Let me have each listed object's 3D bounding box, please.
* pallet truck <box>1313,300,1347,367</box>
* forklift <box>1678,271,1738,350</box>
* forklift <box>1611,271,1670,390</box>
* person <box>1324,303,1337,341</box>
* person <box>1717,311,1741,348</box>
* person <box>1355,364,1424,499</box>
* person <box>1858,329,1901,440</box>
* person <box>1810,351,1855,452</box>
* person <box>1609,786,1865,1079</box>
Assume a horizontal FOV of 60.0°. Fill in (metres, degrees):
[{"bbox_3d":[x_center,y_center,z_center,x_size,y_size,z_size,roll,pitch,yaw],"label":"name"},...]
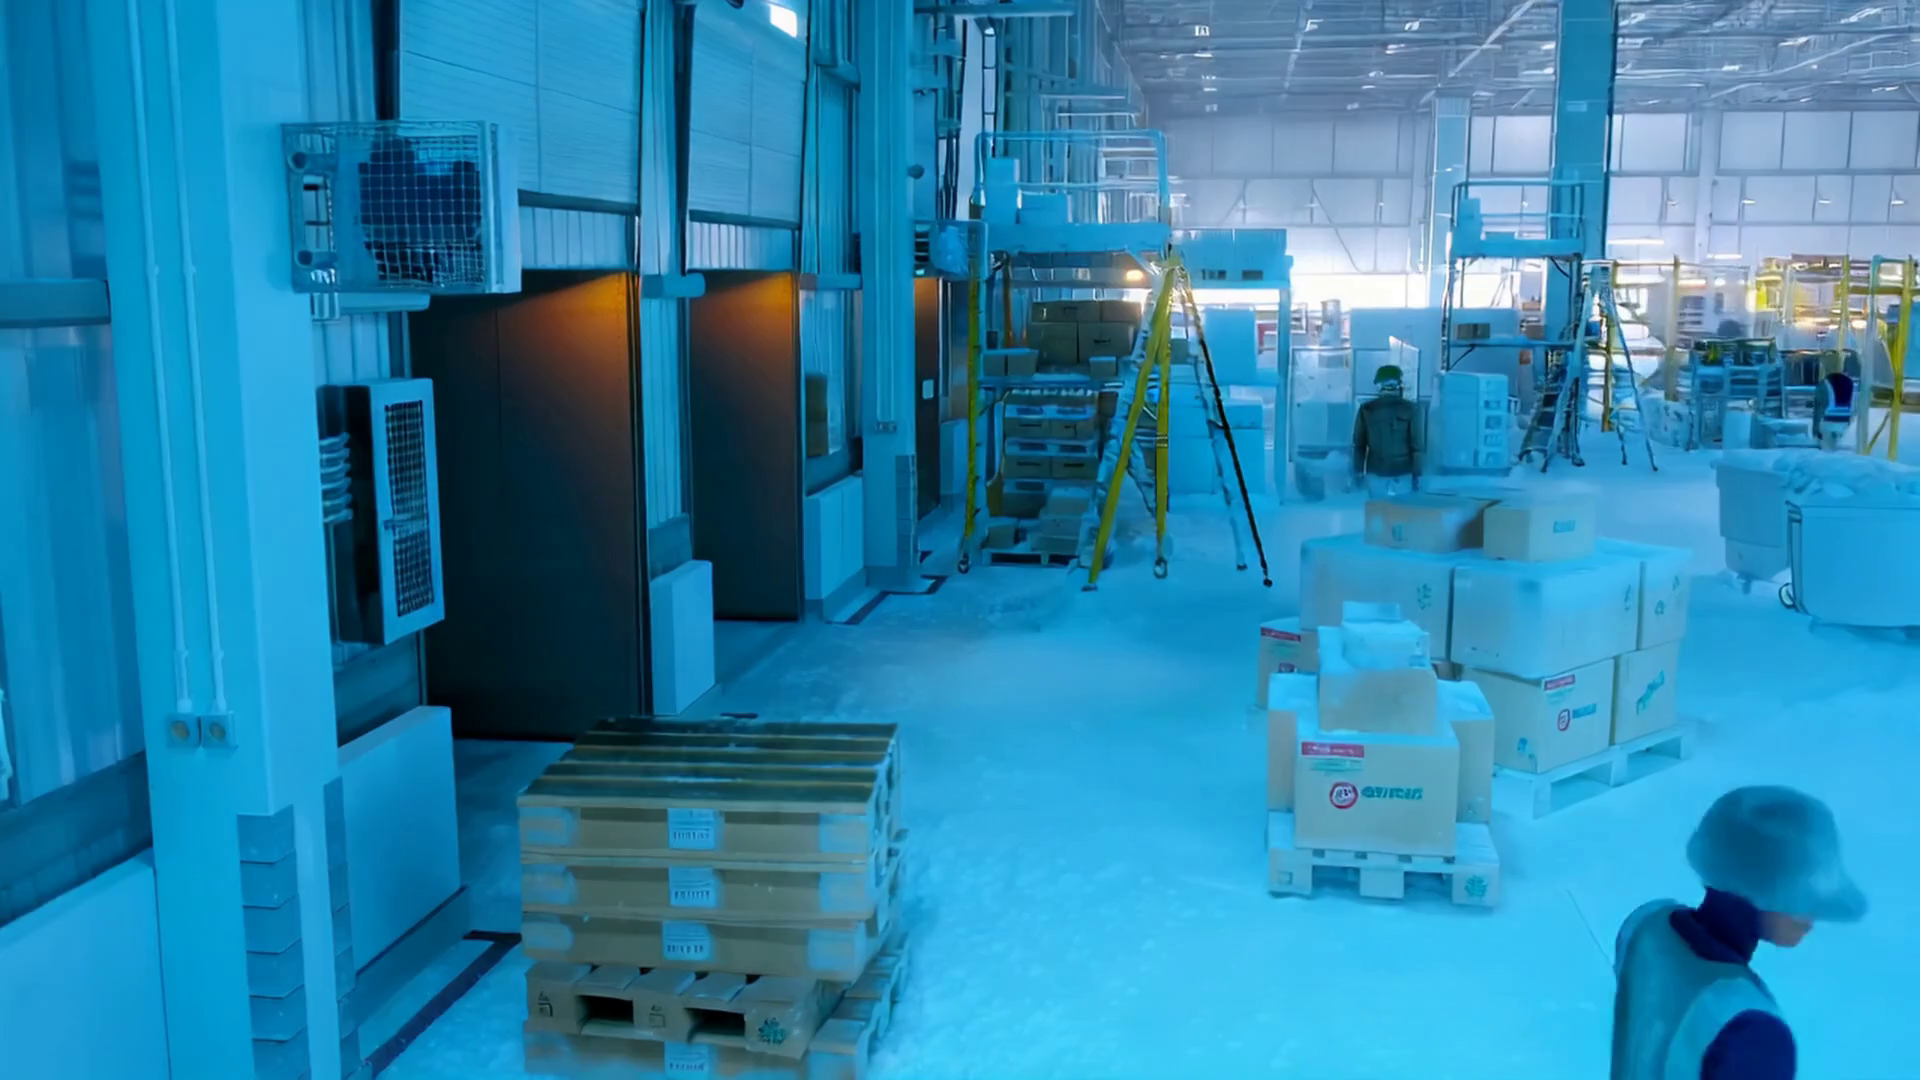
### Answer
[{"bbox_3d":[11.159,-6.200,49.718,0.823,1.965,1.885,4,10,26],"label":"pallet truck"},{"bbox_3d":[21.735,-6.311,47.690,1.873,2.768,1.129,-3,10,-19],"label":"forklift"},{"bbox_3d":[16.250,-4.896,38.963,1.873,2.768,1.129,1,9,9],"label":"forklift"},{"bbox_3d":[11.446,-6.462,51.585,0.783,1.910,0.572,-6,11,-32],"label":"person"},{"bbox_3d":[18.457,-4.555,39.922,0.636,1.899,1.005,-2,9,-11],"label":"person"},{"bbox_3d":[4.012,-0.653,15.587,0.628,1.981,0.437,1,9,7],"label":"person"},{"bbox_3d":[15.578,-2.652,28.174,0.644,1.896,1.015,7,11,35],"label":"person"},{"bbox_3d":[10.566,-1.357,20.237,0.601,1.866,0.468,-3,10,-20],"label":"person"},{"bbox_3d":[1.470,1.377,3.338,0.385,1.891,0.654,0,9,0],"label":"person"}]
